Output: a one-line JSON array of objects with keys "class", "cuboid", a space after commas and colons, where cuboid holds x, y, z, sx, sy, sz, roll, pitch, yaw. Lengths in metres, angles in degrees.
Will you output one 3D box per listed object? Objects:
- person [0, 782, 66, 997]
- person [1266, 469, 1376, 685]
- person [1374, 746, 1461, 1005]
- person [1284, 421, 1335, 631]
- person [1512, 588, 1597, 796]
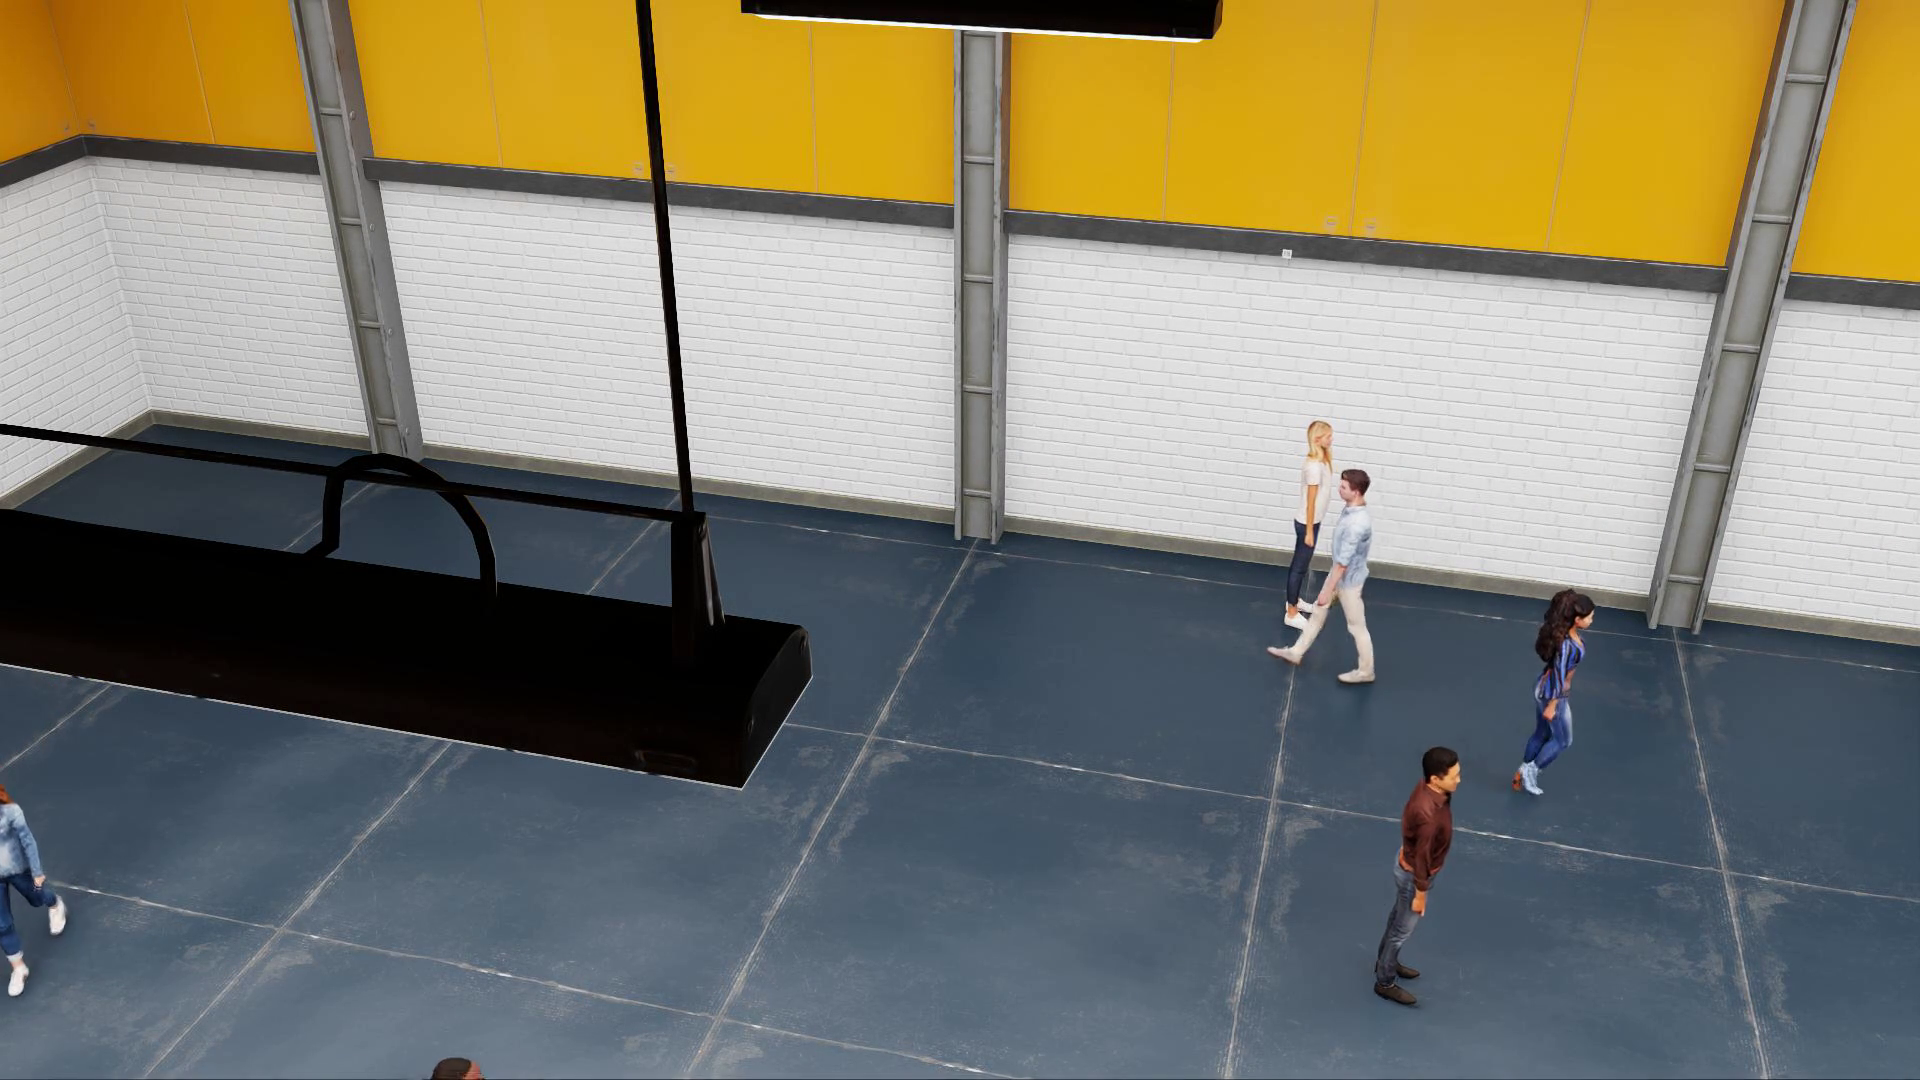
[{"class": "person", "cuboid": [-5.757, 1.956, 10.102, 1.008, 1.456, 0.918, -6, 29, -10]}, {"class": "person", "cuboid": [3.061, 0.321, 12.725, 1.090, 1.815, 0.703, 5, 29, 8]}, {"class": "person", "cuboid": [2.674, 1.946, 9.785, 0.526, 1.776, 0.659, 8, 30, 15]}, {"class": "person", "cuboid": [2.845, -0.146, 13.588, 0.501, 1.809, 0.587, 8, 30, 15]}, {"class": "person", "cuboid": [4.042, 1.067, 11.576, 0.591, 1.606, 0.631, 11, 30, 19]}]
